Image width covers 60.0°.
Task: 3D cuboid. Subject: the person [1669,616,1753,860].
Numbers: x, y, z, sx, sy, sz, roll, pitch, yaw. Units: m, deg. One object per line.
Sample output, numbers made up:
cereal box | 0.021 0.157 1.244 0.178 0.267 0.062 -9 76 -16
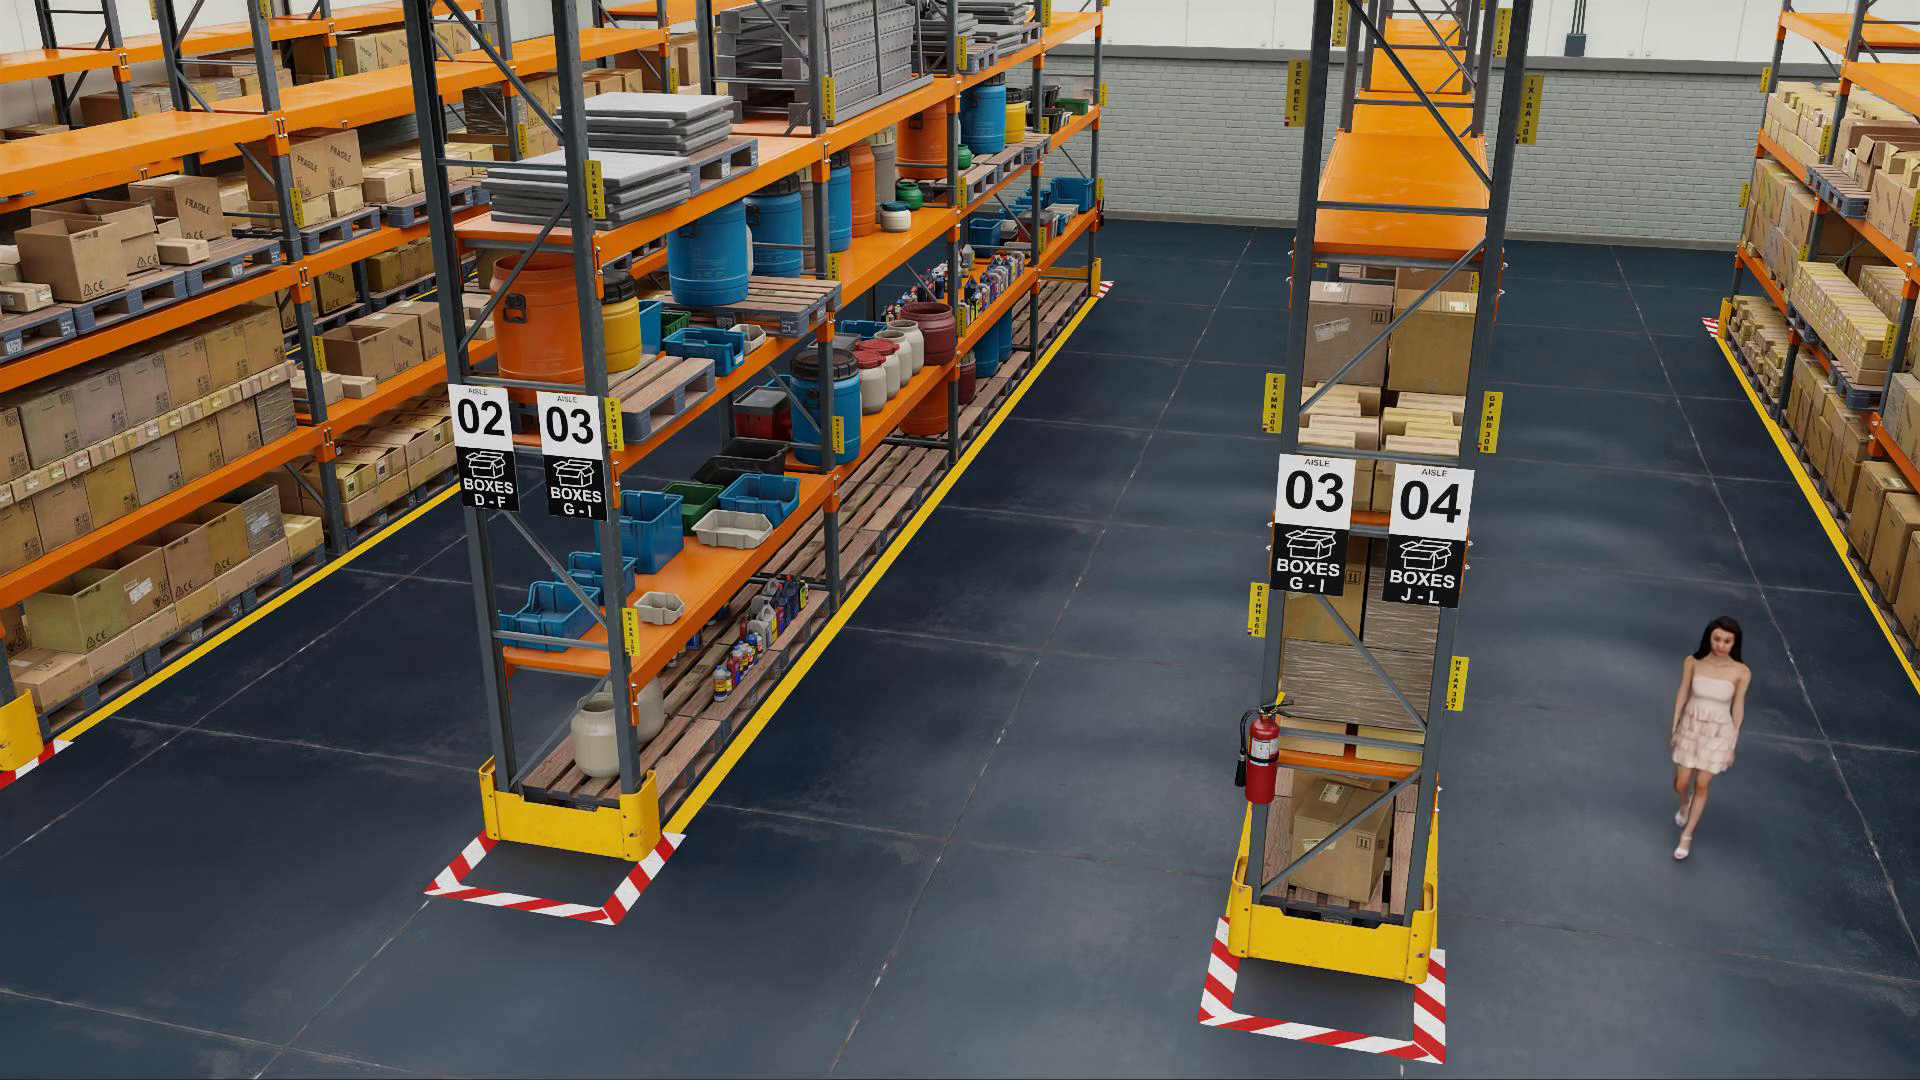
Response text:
person | 4.845 1.257 10.775 0.677 1.730 0.782 13 26 29
